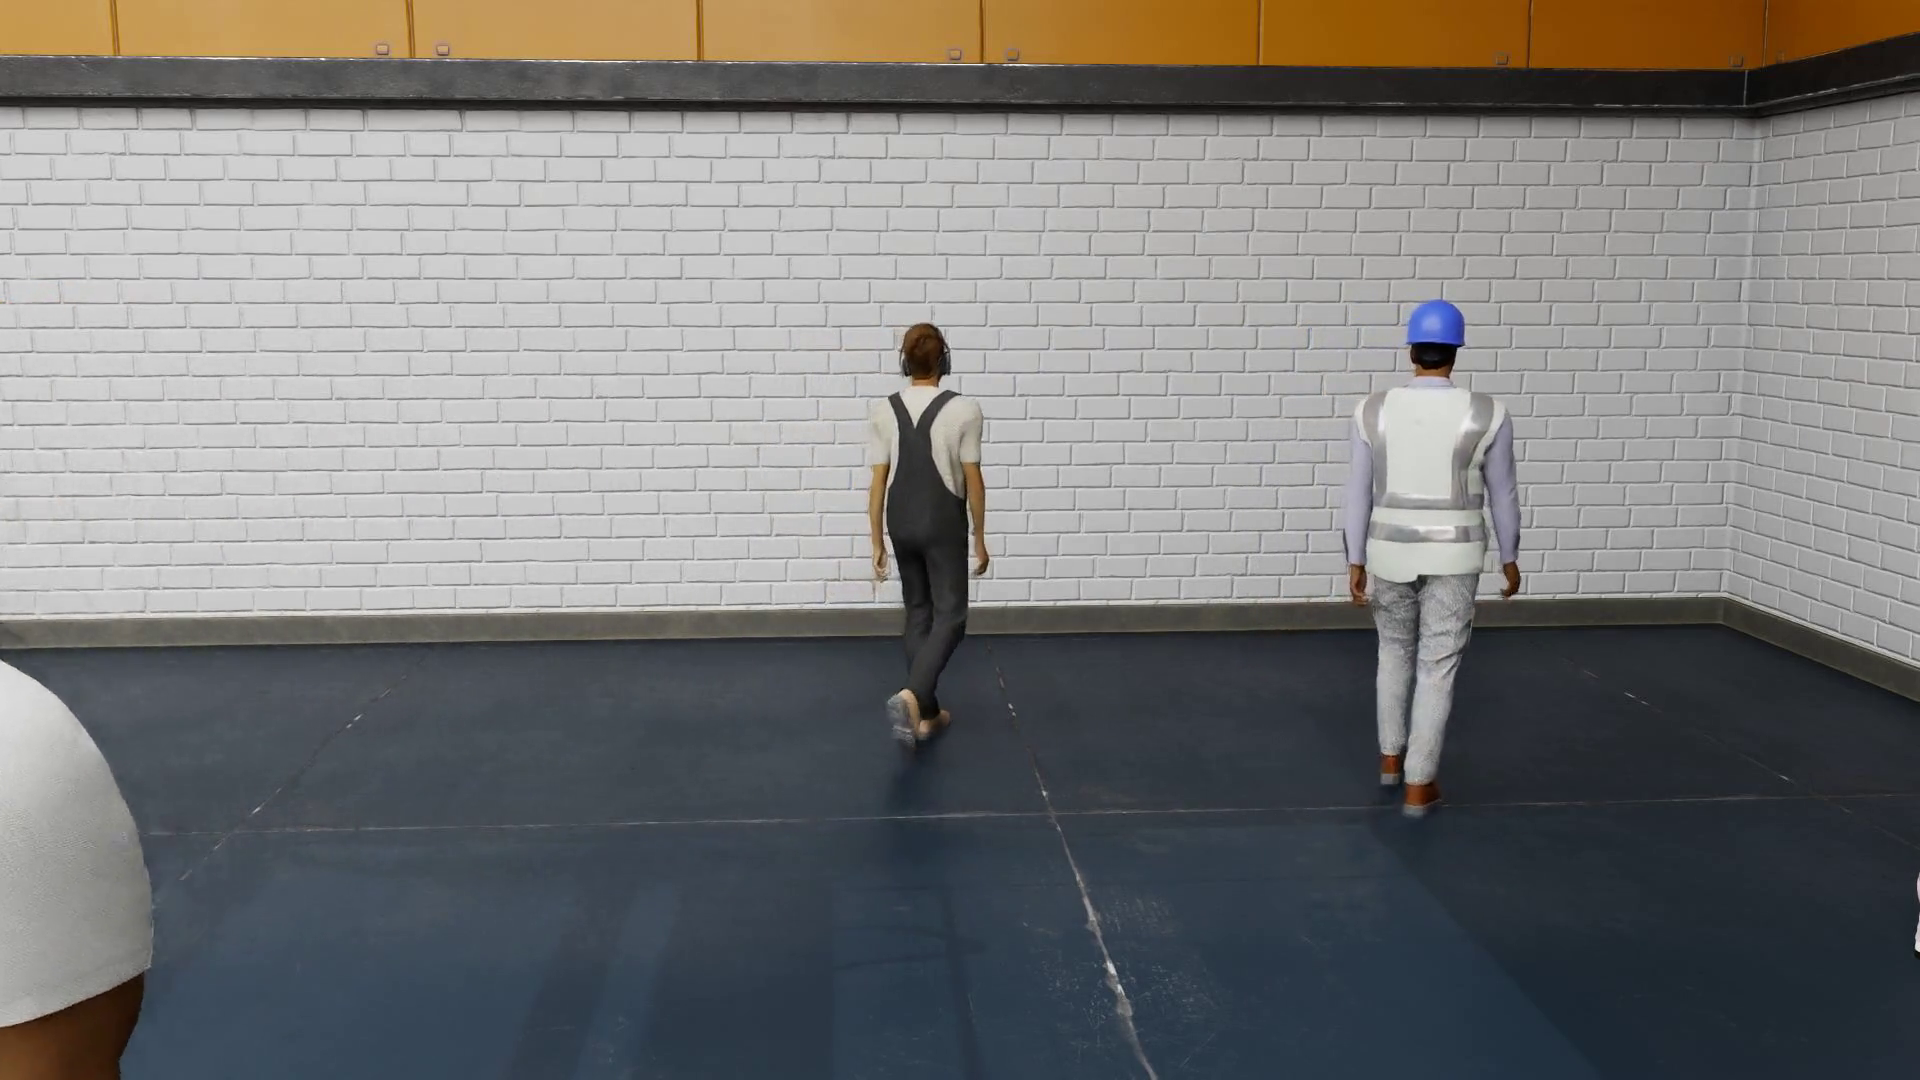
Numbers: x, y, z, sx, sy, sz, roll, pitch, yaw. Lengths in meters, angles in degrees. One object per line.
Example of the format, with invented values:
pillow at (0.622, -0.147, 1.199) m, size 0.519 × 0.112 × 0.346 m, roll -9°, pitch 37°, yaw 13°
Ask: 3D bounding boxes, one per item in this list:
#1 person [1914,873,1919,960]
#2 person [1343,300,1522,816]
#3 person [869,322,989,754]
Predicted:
person at (3.023, 0.337, 4.682) m, size 0.403 × 1.900 × 0.651 m, roll -2°, pitch 9°, yaw -10°
person at (1.835, 0.054, 6.382) m, size 0.621 × 1.924 × 0.717 m, roll 5°, pitch 10°, yaw 30°
person at (-0.166, 0.000, 7.020) m, size 0.505 × 1.828 × 0.731 m, roll 4°, pitch 10°, yaw 22°
